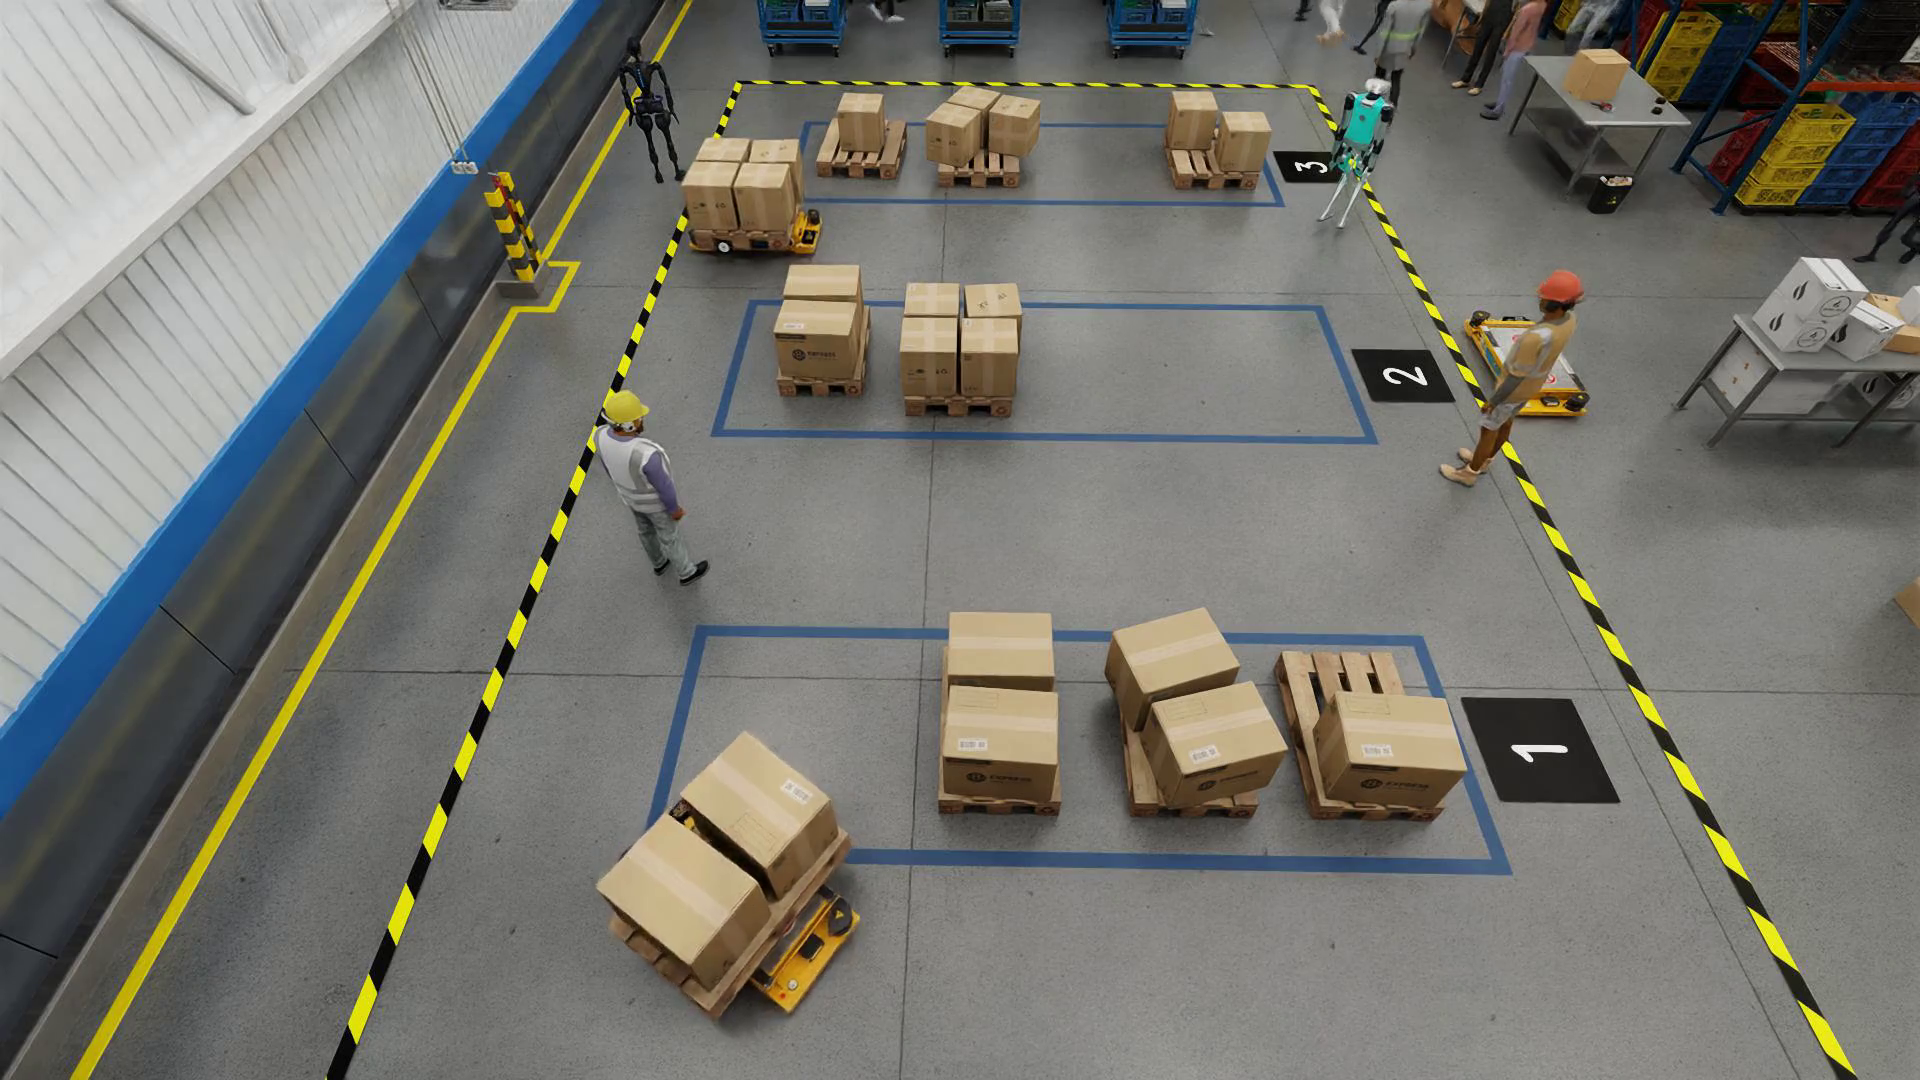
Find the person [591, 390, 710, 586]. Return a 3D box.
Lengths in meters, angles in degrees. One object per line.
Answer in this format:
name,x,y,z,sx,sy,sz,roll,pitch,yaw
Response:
person,-2.307,-0.353,6.811,0.590,1.822,0.404,24,53,20

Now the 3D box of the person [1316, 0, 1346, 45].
person,5.749,-8.380,13.759,0.656,1.819,0.488,-25,54,-20

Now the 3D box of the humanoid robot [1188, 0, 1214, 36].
humanoid robot,3.751,-8.713,14.140,0.886,1.834,0.559,15,51,12

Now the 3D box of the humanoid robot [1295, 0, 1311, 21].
humanoid robot,5.677,-9.232,14.603,0.360,1.641,0.590,-13,50,-11

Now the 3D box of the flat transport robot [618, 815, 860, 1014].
flat transport robot,-1.384,2.167,5.640,1.431,0.197,0.652,27,54,22

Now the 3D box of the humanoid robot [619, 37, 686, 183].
humanoid robot,-3.738,-5.178,11.075,0.599,1.655,0.315,-7,49,-6

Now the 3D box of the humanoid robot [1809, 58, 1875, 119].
humanoid robot,11.613,-6.037,11.799,0.952,1.773,0.537,-14,51,-12

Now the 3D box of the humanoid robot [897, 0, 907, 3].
humanoid robot,-1.115,-9.827,15.100,0.599,1.653,0.315,20,52,17

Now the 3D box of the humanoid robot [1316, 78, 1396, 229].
humanoid robot,4.483,-4.353,10.241,0.533,1.677,0.735,33,57,25

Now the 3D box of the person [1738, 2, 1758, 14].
person,13.148,-9.514,14.596,0.371,2.043,0.604,21,52,17

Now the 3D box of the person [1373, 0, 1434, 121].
person,5.784,-6.503,12.126,0.596,1.835,0.680,5,49,4

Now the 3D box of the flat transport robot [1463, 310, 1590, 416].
flat transport robot,5.573,-1.757,9.054,0.659,0.231,1.431,1,49,1

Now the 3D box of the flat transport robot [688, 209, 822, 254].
flat transport robot,-2.369,-3.607,10.637,1.431,0.197,0.652,2,49,2

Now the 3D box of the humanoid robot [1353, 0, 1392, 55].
humanoid robot,6.405,-7.997,13.542,0.602,1.630,0.754,-34,57,-26

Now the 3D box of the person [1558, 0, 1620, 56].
person,9.134,-7.645,13.192,0.374,1.709,0.542,-29,55,-23

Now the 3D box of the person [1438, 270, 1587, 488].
person,4.492,-1.266,7.457,0.607,2.044,0.392,-29,55,-23

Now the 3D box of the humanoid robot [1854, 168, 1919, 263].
humanoid robot,10.470,-3.713,9.819,0.553,1.635,0.590,-8,50,-7

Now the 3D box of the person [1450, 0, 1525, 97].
person,7.402,-7.146,12.680,0.356,1.838,0.530,-26,54,-21

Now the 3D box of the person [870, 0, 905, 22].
person,-1.156,-9.103,14.366,0.471,1.848,0.543,-5,49,-4

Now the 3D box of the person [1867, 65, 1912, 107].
person,13.216,-6.944,12.482,0.609,1.883,0.676,-35,57,-26

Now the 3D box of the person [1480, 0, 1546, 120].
person,7.436,-6.575,12.247,0.525,1.733,0.484,-29,55,-23
